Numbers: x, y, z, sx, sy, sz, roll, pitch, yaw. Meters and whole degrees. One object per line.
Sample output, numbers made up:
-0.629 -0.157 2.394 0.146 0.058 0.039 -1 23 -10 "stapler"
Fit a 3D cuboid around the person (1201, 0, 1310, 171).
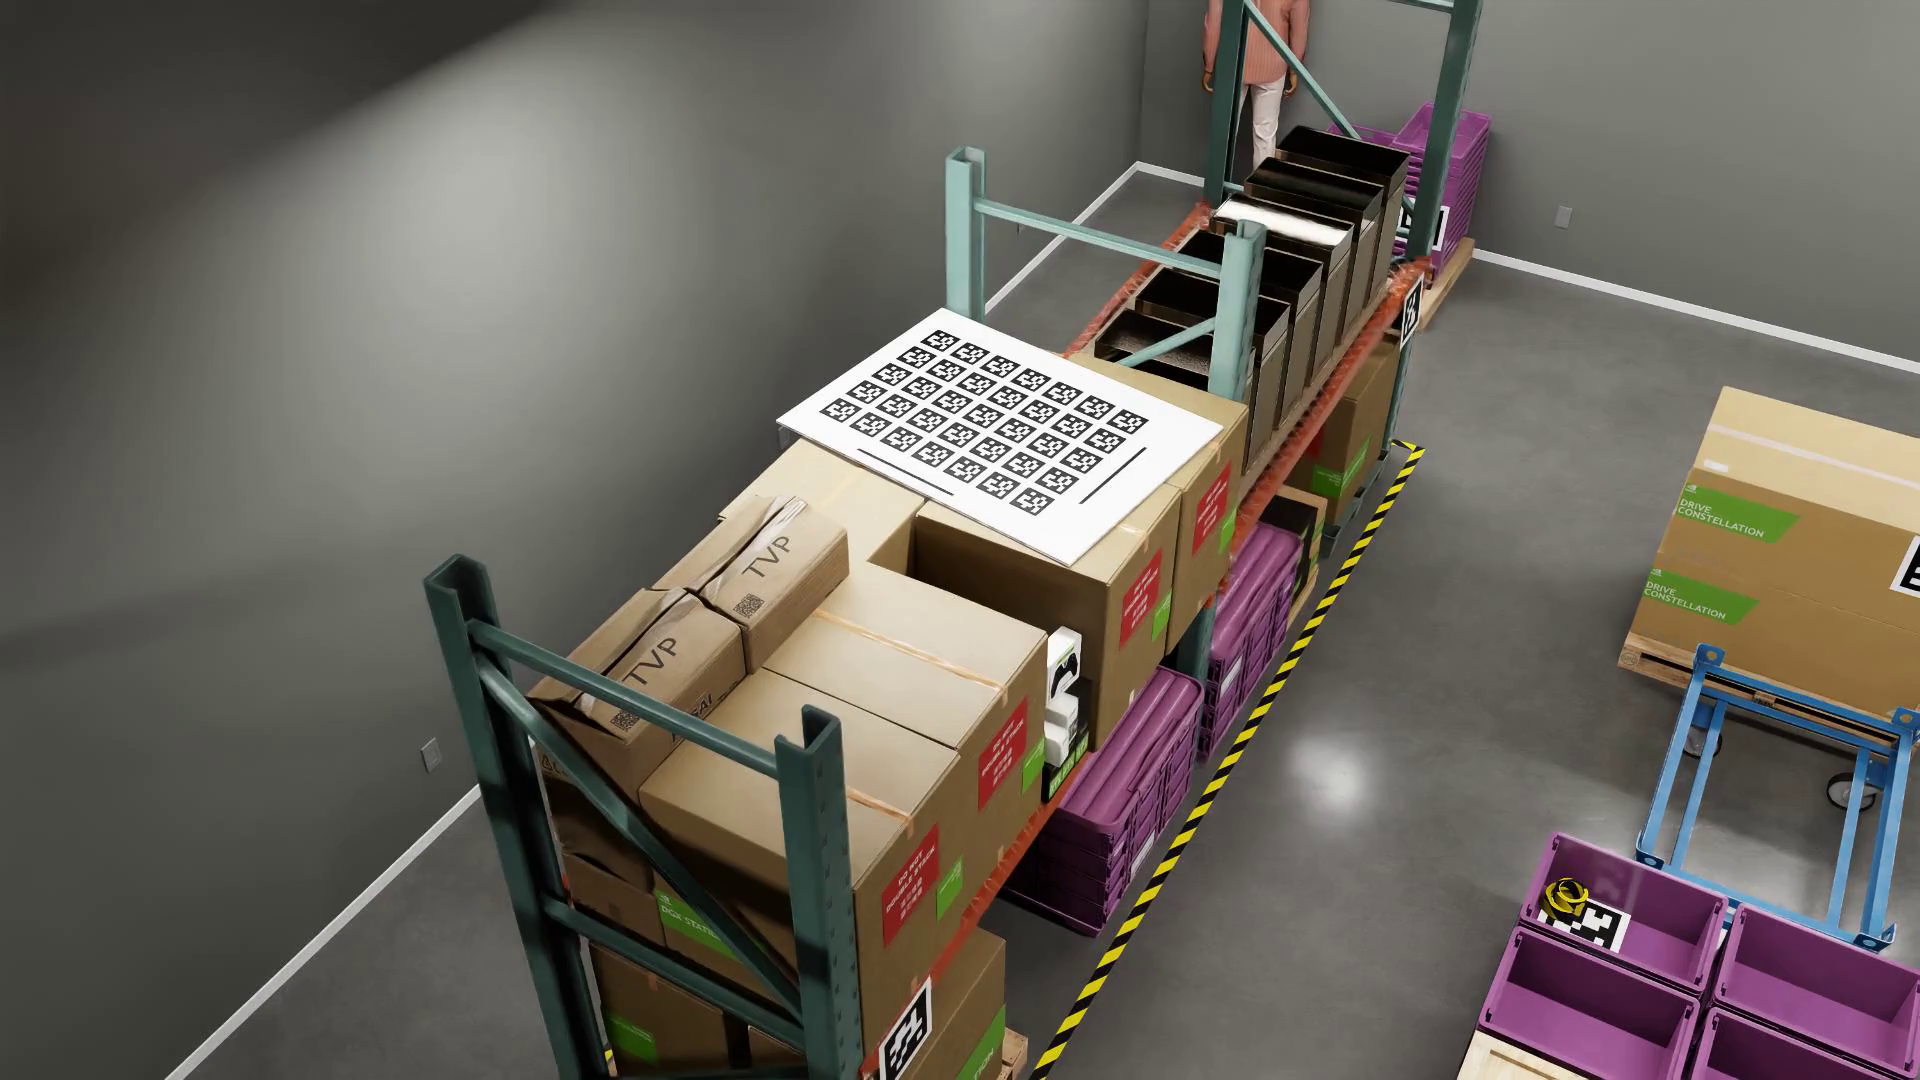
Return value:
1.739 -2.828 9.923 0.612 1.995 0.376 4 40 4 "person"
